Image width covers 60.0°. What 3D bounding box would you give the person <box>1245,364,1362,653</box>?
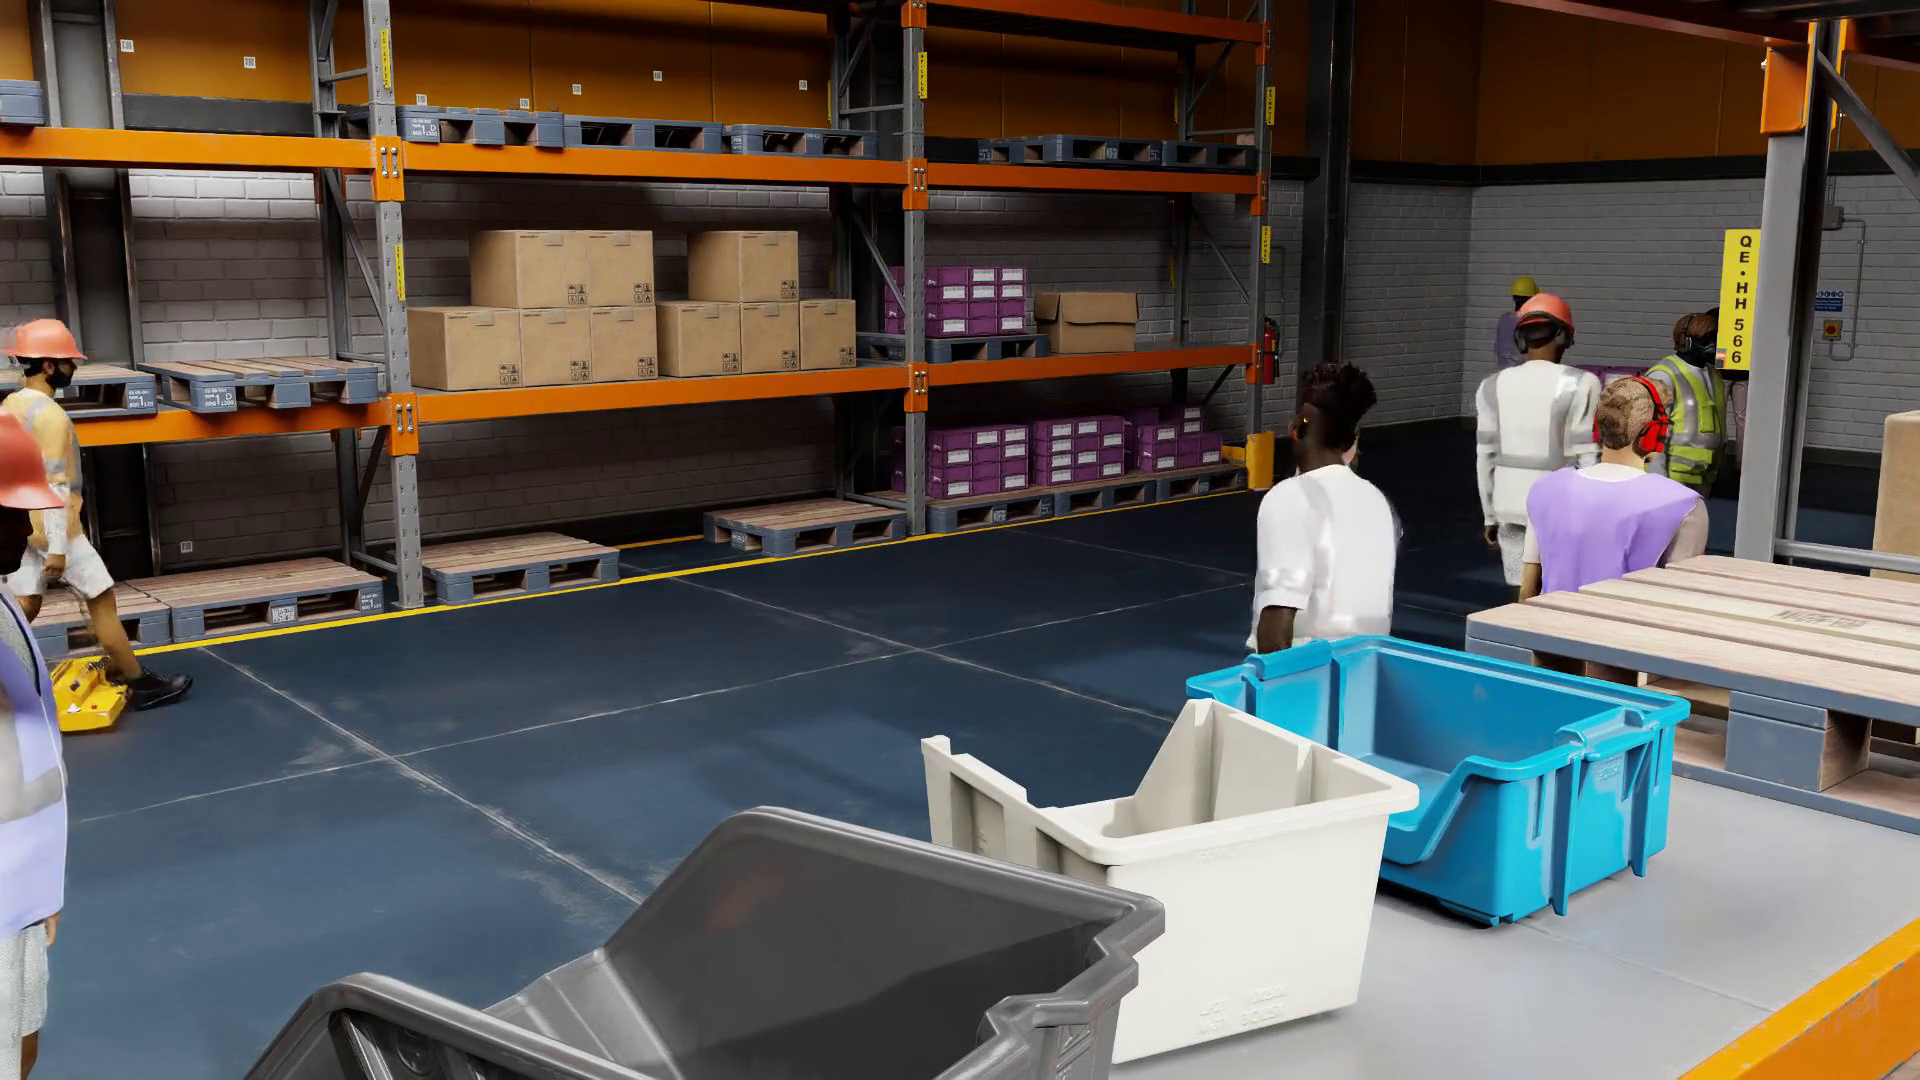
[{"bbox_3d":[1.945,-0.144,8.944,0.884,1.589,0.547,-4,11,-24],"label":"person"}]

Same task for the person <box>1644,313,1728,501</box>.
[{"bbox_3d":[4.155,-0.375,9.545,0.619,1.845,0.430,-7,12,-35],"label":"person"}]

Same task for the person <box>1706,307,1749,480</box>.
[{"bbox_3d":[7.305,-1.567,15.793,0.614,1.993,0.395,0,10,-2],"label":"person"}]

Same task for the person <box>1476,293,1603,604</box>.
[{"bbox_3d":[2.639,-0.115,7.625,0.618,2.003,0.678,-9,13,-40],"label":"person"}]

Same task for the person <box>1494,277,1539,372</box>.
[{"bbox_3d":[5.157,-1.458,15.368,0.364,1.928,0.594,-2,10,-10],"label":"person"}]

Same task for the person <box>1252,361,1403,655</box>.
[{"bbox_3d":[0.956,0.453,4.734,0.690,1.907,0.781,-7,12,-34],"label":"person"}]

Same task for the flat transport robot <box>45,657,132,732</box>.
[{"bbox_3d":[-4.656,0.743,7.683,1.431,0.197,0.652,-3,11,-16],"label":"flat transport robot"}]

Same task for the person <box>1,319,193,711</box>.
[{"bbox_3d":[-4.166,-0.073,7.727,0.552,1.908,0.825,7,12,35],"label":"person"}]

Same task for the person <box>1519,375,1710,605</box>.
[{"bbox_3d":[1.958,0.426,5.047,0.373,1.843,0.571,-9,13,-40],"label":"person"}]

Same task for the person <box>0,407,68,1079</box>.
[{"bbox_3d":[-1.883,0.700,3.266,0.376,1.934,0.548,-3,11,-16],"label":"person"}]
